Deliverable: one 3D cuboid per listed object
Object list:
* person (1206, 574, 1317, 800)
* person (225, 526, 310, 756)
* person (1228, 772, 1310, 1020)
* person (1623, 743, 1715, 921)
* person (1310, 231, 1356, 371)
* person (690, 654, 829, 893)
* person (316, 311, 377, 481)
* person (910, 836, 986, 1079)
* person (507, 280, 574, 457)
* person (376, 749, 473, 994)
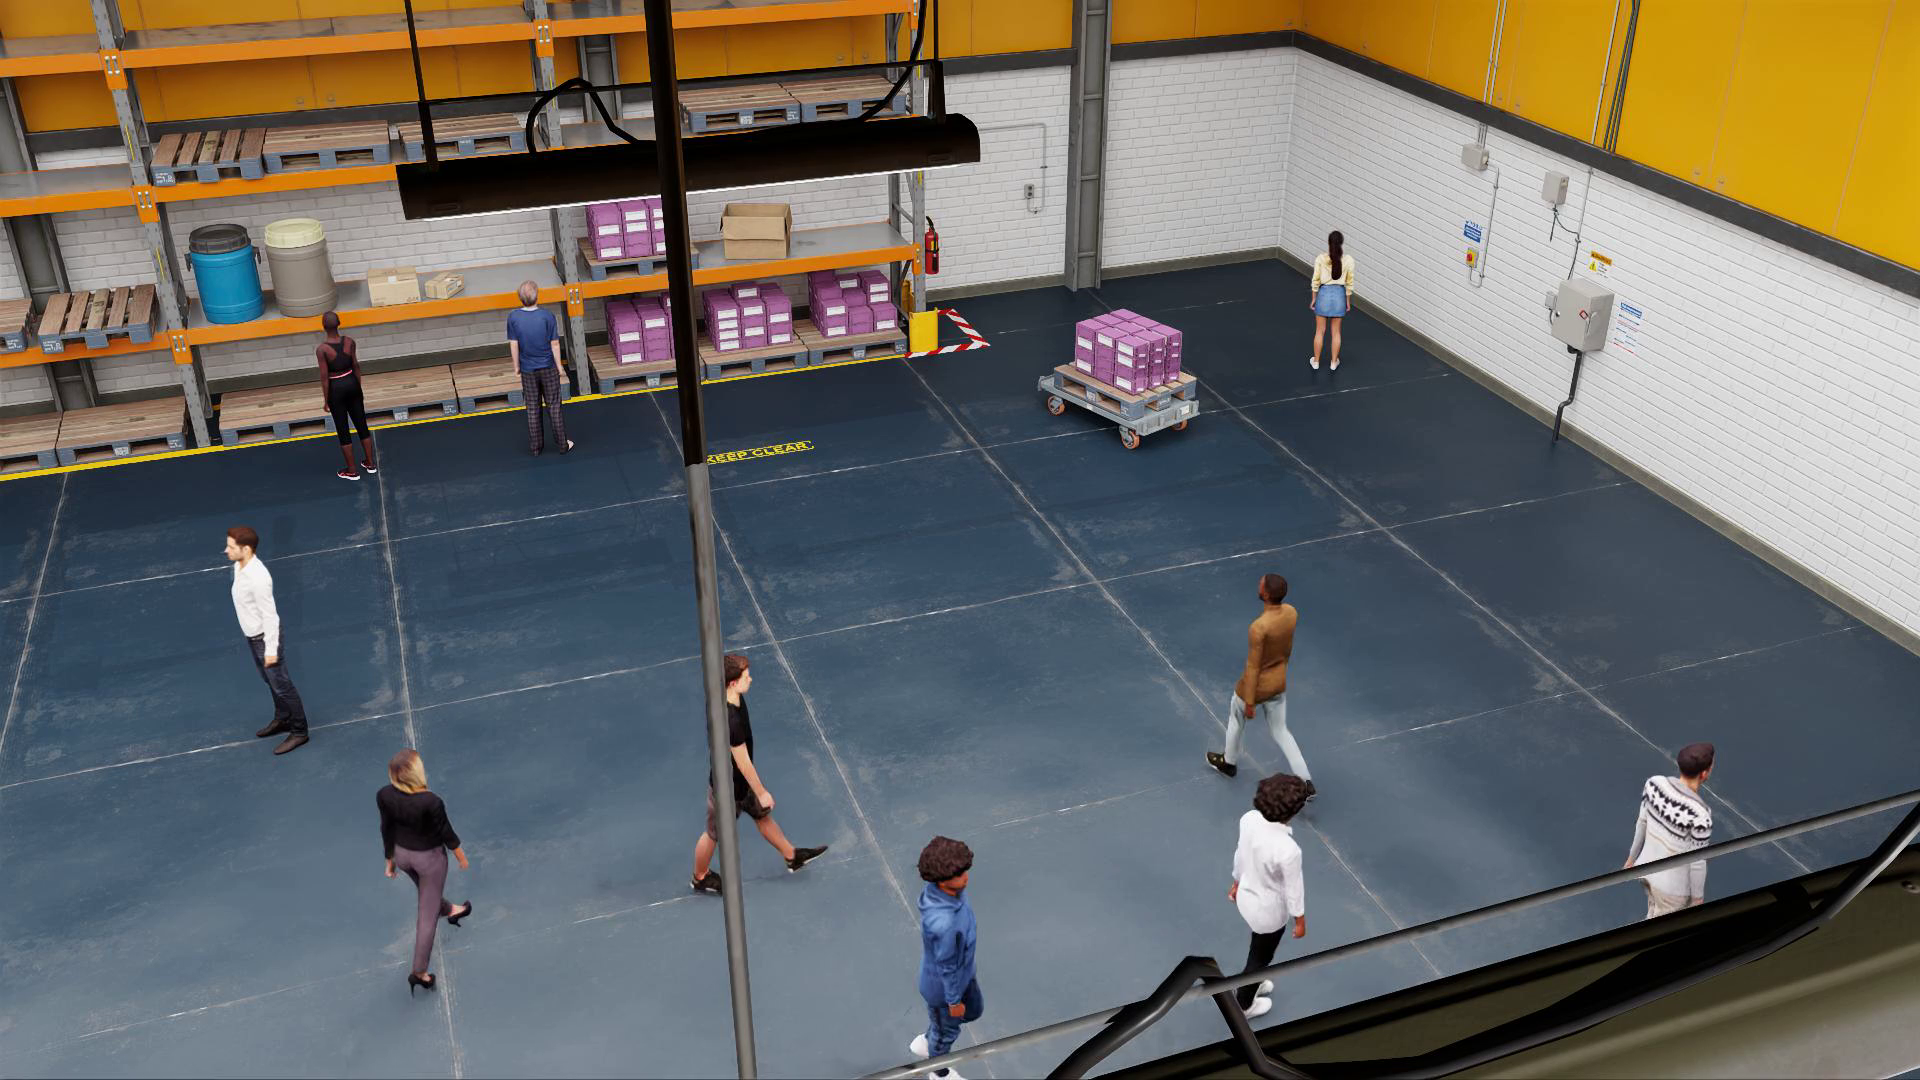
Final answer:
[{"bbox_3d":[2.258,1.094,11.894,1.221,1.779,0.981,-21,35,-33],"label":"person"},{"bbox_3d":[-5.216,0.724,12.478,0.666,1.871,0.724,-22,35,-34],"label":"person"},{"bbox_3d":[1.753,2.168,9.906,0.663,1.797,0.703,-14,32,-25],"label":"person"},{"bbox_3d":[4.213,2.056,10.076,1.084,1.832,0.755,-7,29,-13],"label":"person"},{"bbox_3d":[4.258,-2.755,19.105,0.649,1.631,0.784,3,29,6],"label":"person"},{"bbox_3d":[-1.588,1.590,10.953,1.251,1.811,0.896,-2,29,-3],"label":"person"},{"bbox_3d":[-6.135,-1.452,16.584,0.722,1.758,0.617,22,36,35],"label":"person"},{"bbox_3d":[-0.143,2.434,9.417,0.848,1.799,0.813,6,29,11],"label":"person"},{"bbox_3d":[-4.316,-1.761,17.032,0.565,1.871,0.771,-3,29,-5],"label":"person"},{"bbox_3d":[-3.362,2.073,10.255,1.058,1.630,1.050,8,30,15],"label":"person"}]
